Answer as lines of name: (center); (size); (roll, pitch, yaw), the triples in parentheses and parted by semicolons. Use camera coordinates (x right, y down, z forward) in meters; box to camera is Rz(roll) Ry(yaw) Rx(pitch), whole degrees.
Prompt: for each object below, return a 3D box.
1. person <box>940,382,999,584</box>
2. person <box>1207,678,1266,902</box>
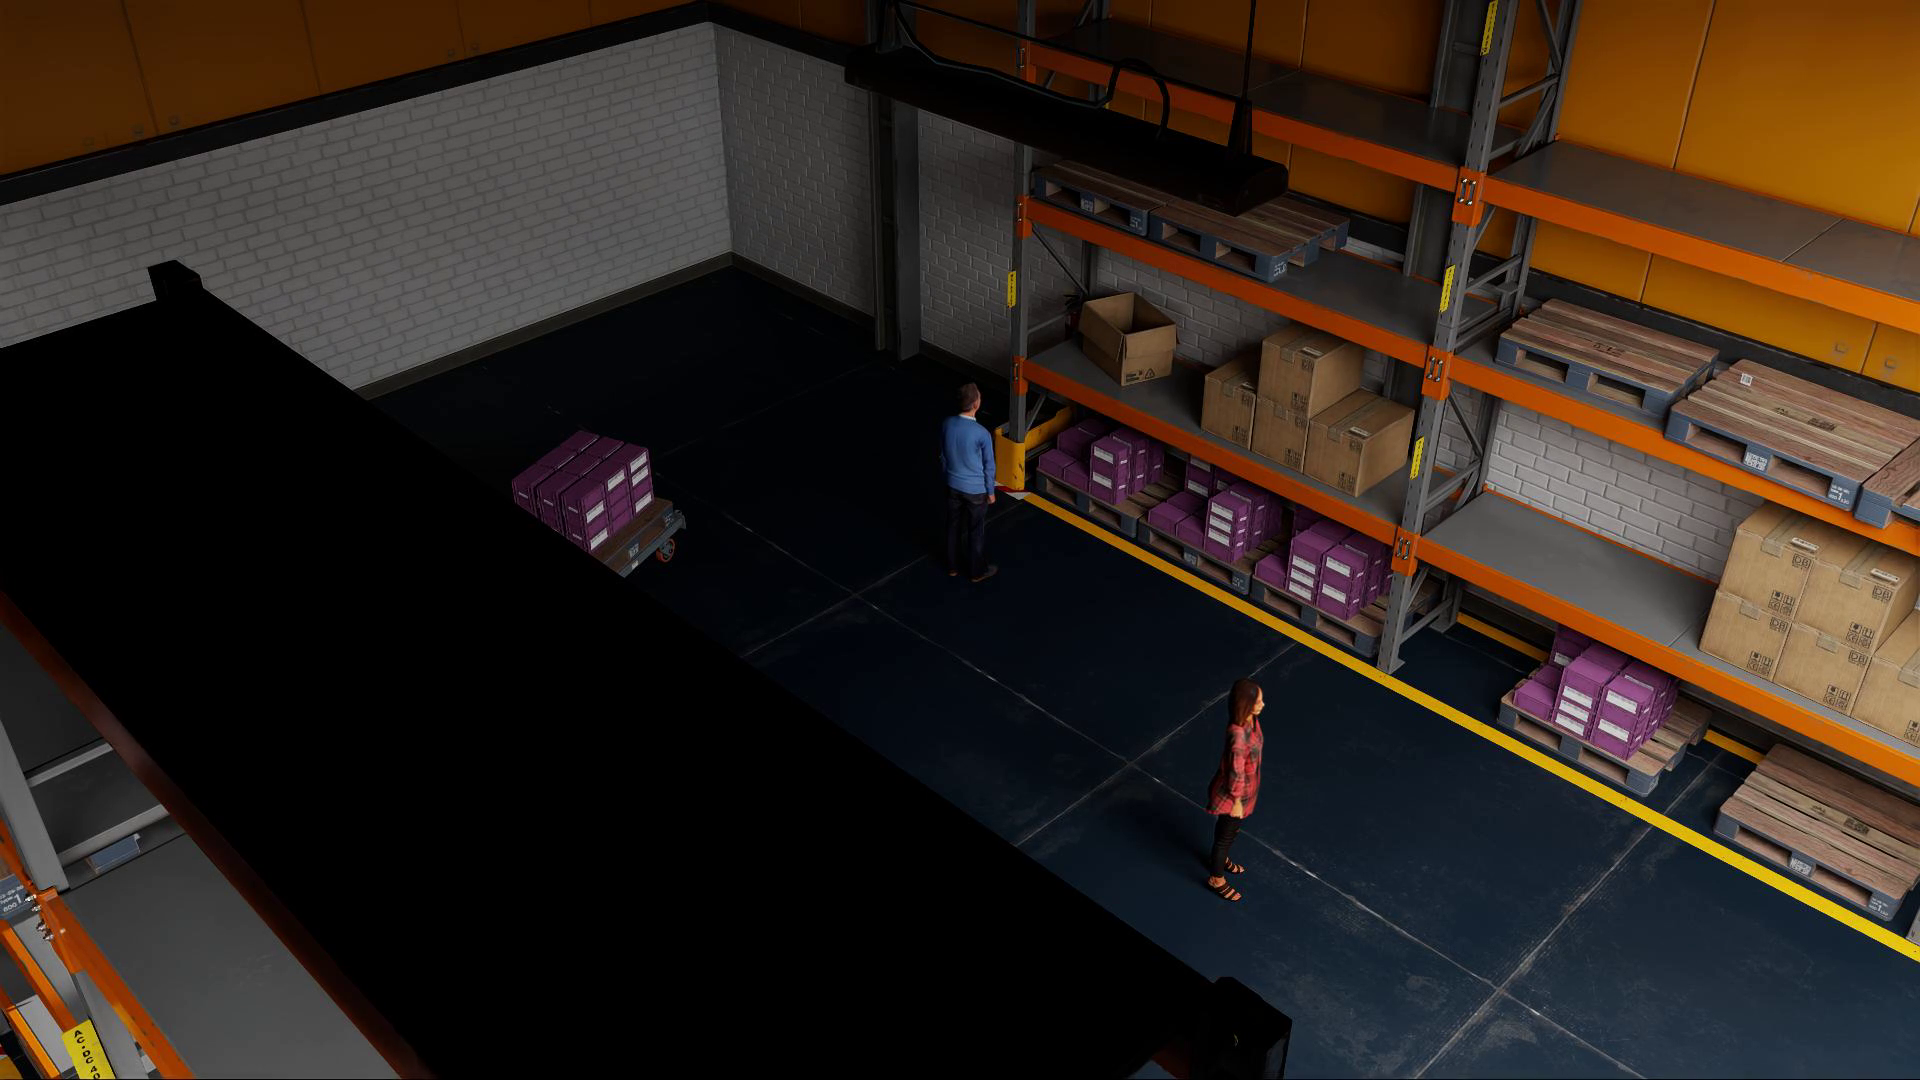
person: (0.059, -0.479, 13.675); (0.581, 1.820, 0.760); (20, 38, 27)
person: (1.772, 1.576, 10.689); (0.718, 1.703, 0.706); (8, 34, 12)
